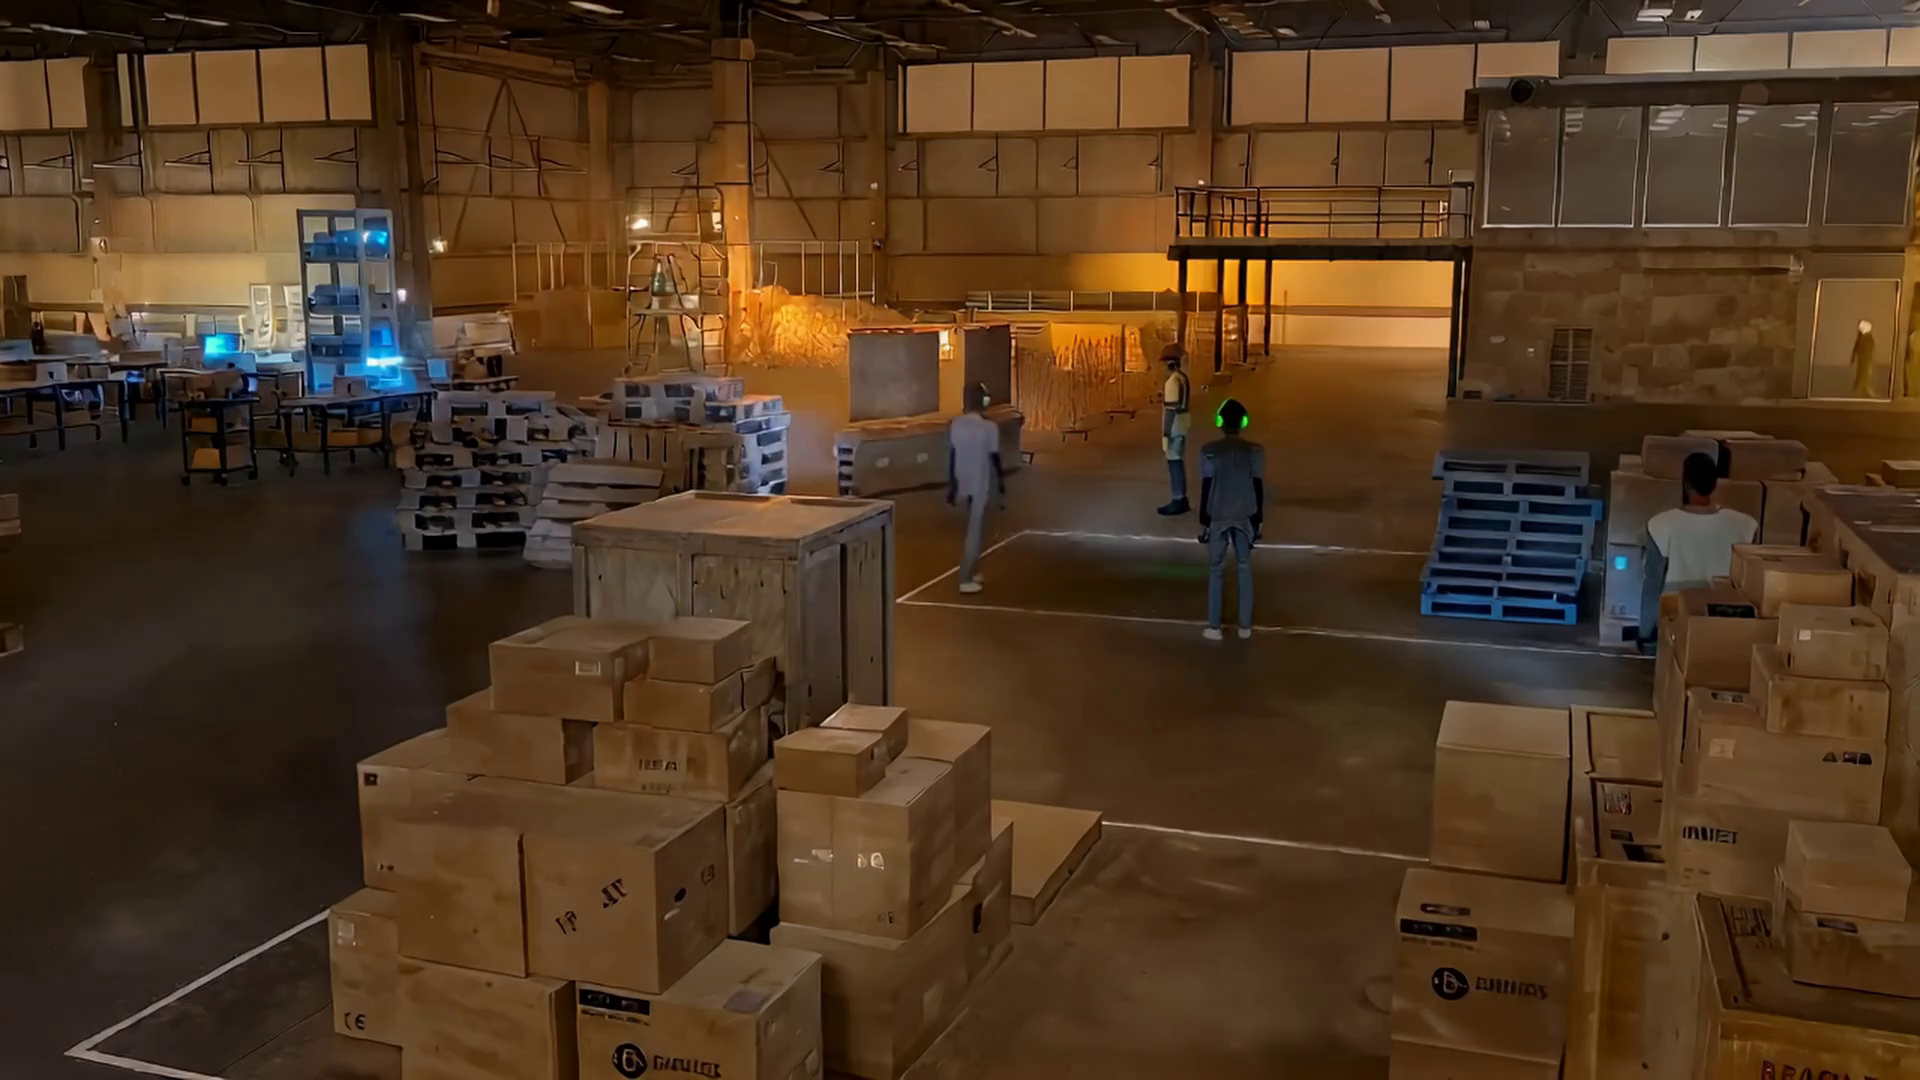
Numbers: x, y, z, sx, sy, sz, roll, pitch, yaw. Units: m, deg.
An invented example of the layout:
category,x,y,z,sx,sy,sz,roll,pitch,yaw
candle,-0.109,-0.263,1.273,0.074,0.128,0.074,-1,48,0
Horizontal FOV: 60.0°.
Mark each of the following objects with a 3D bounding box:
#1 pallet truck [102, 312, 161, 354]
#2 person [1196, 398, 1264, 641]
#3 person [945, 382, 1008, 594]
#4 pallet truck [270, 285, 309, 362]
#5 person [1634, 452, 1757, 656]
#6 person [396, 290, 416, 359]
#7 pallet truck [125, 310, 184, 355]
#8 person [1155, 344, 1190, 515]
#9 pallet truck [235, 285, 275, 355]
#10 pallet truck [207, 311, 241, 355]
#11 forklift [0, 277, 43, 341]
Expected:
category,x,y,z,sx,sy,sz,roll,pitch,yaw
pallet truck,-23.057,-5.777,46.261,0.680,1.201,1.601,3,11,19
person,2.075,-0.152,12.767,0.513,1.876,0.328,0,10,-2
person,0.166,-0.460,14.571,0.552,1.844,0.651,8,13,37
pallet truck,-17.147,-5.700,43.663,0.823,1.965,1.885,3,11,17
person,4.018,0.476,9.116,0.587,1.916,0.392,1,10,4
person,-14.233,-5.448,42.532,0.443,1.889,0.656,-7,12,-35
pallet truck,-22.038,-5.665,45.457,0.704,1.261,1.522,3,11,17
person,2.400,-1.242,18.772,0.383,1.929,0.539,4,11,20
pallet truck,-18.327,-5.835,44.421,0.823,1.965,1.885,4,11,23
pallet truck,-19.537,-5.575,44.913,0.653,1.274,1.630,3,11,19
forklift,-27.151,-6.329,46.328,1.157,1.987,2.680,3,11,17
